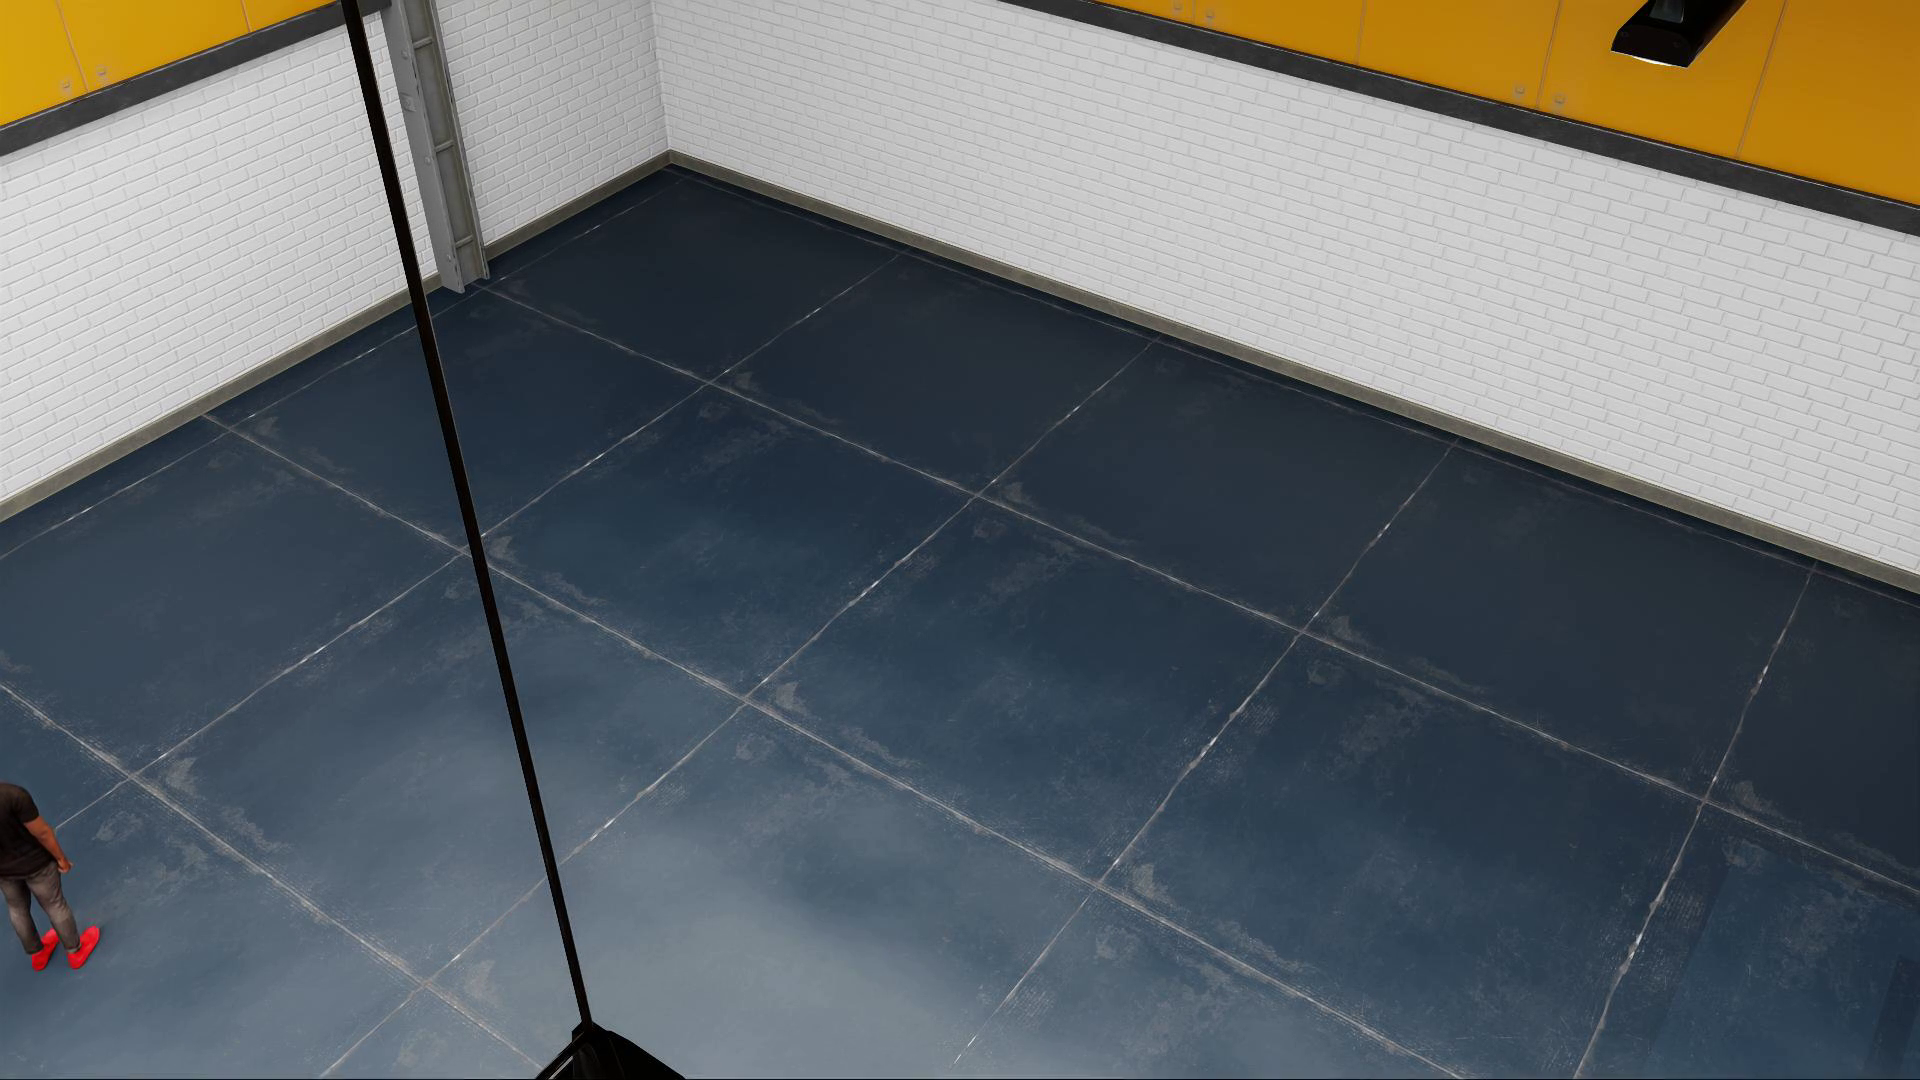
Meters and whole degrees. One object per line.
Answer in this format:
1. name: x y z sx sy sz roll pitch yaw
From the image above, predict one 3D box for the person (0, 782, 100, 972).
1. person: -5.521 1.864 9.728 0.717 1.807 0.743 -2 39 -2
